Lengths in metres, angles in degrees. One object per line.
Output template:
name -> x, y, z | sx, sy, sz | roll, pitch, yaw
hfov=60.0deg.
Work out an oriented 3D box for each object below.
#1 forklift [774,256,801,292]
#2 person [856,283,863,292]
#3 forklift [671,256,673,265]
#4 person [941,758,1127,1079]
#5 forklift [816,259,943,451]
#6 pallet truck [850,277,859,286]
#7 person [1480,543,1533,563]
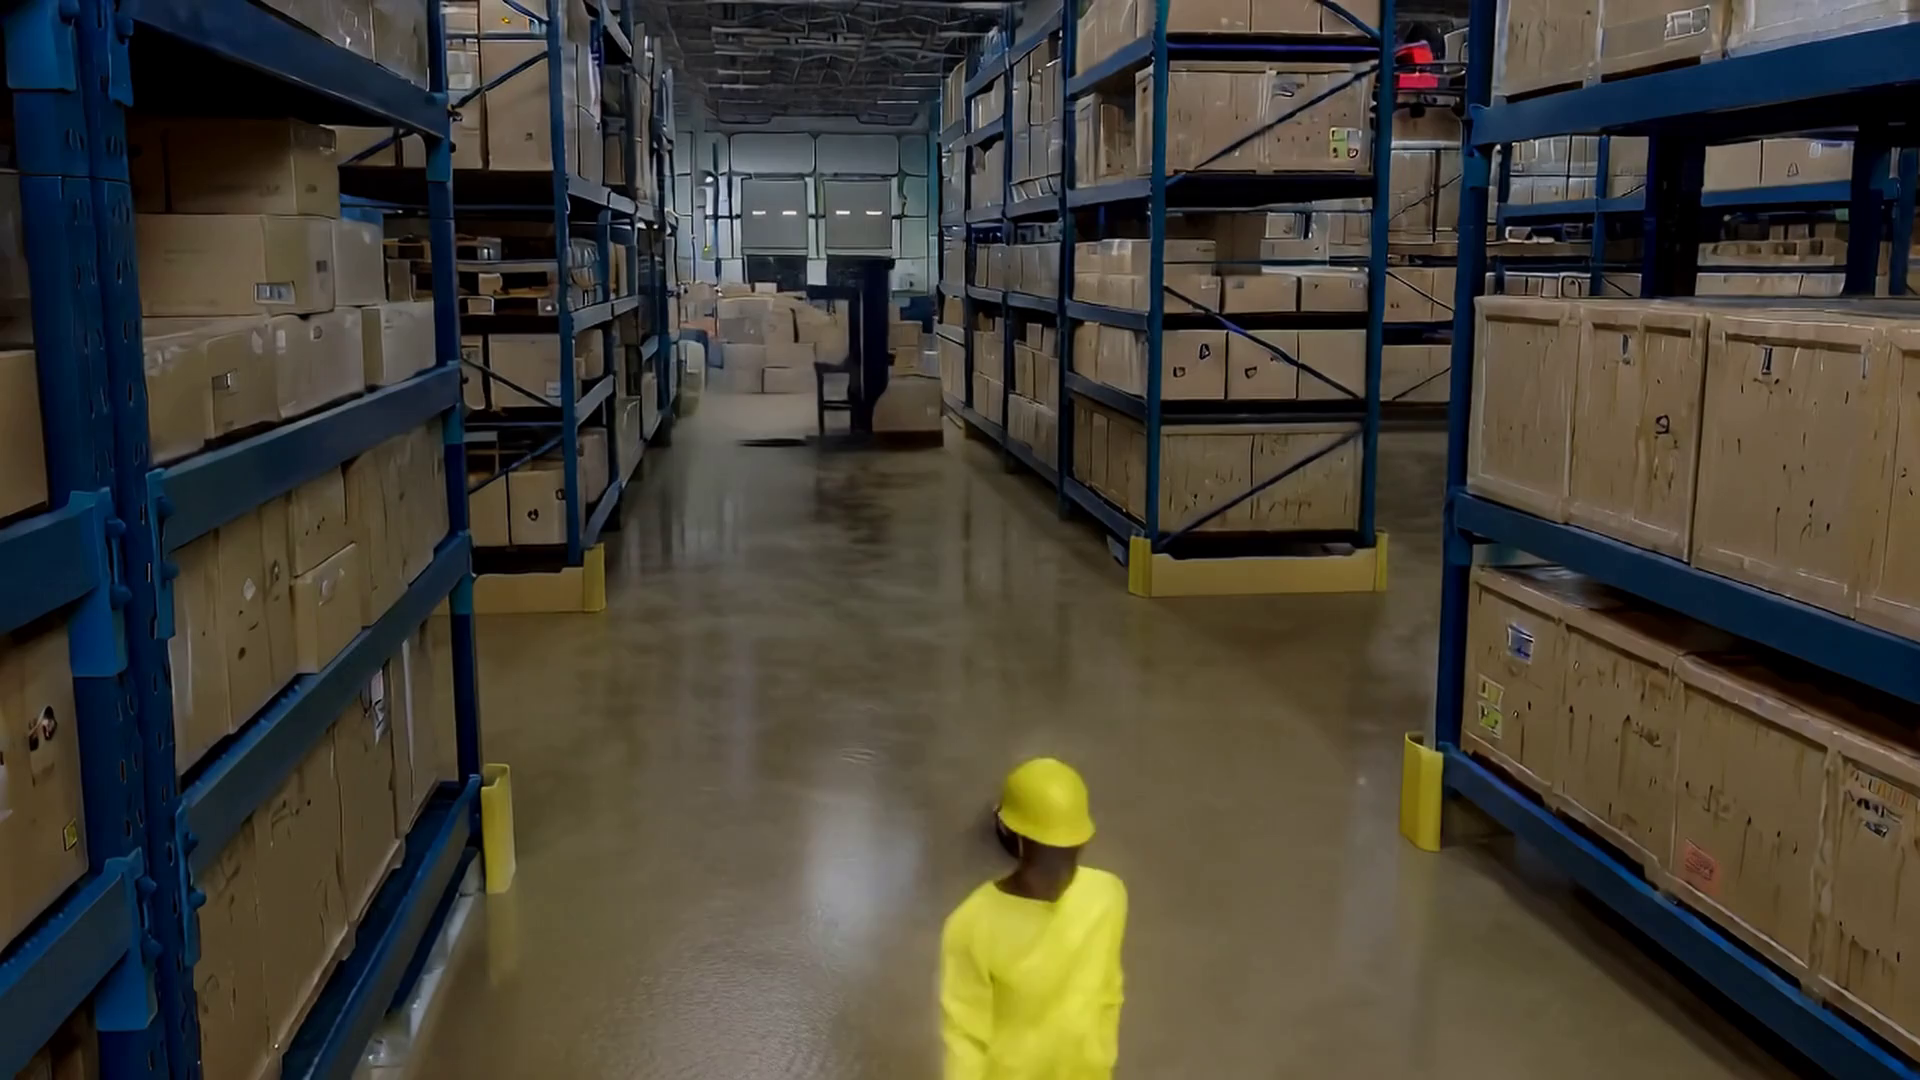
forklift -> -6.208, -8.857, 60.127 | 1.129, 2.768, 1.873 | -6, 12, -33
person -> -3.410, -7.840, 57.010 | 0.445, 1.925, 0.628 | 2, 10, 12
forklift -> -10.987, -9.066, 61.344 | 1.129, 2.768, 1.873 | -1, 10, -7
person -> 0.208, 1.365, 3.986 | 0.544, 1.712, 0.912 | -5, 11, -25
forklift -> -1.232, -2.764, 24.659 | 1.873, 2.768, 1.129 | -1, 10, -7
pallet truck -> -3.782, -9.391, 65.808 | 1.885, 1.965, 0.823 | 2, 10, 10
person -> 4.212, -0.181, 12.686 | 0.509, 1.821, 0.629 | 1, 10, 7
